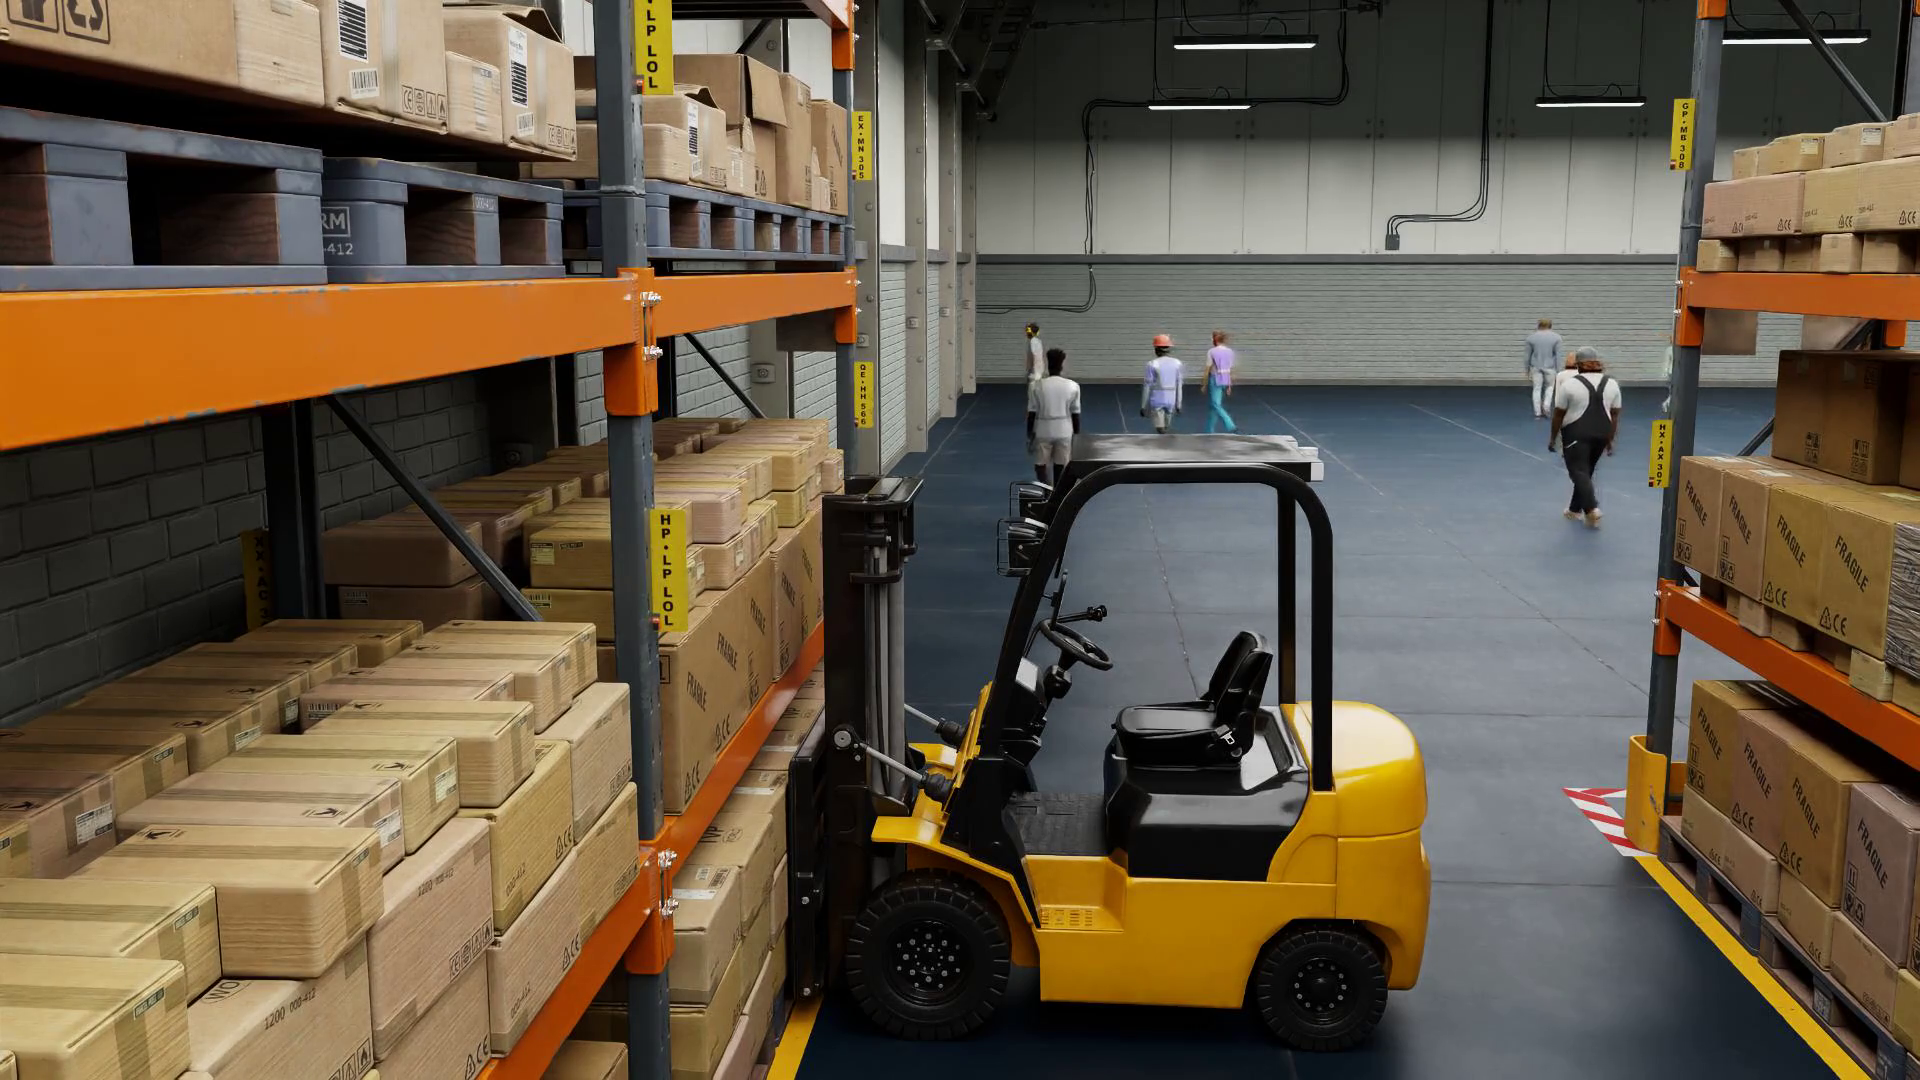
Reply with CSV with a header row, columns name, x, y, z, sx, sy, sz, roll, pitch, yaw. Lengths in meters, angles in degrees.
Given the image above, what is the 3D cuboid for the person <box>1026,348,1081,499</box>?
name,x,y,z,sx,sy,sz,roll,pitch,yaw
person,1.053,-1.189,18.721,0.627,1.945,0.465,-1,9,-6

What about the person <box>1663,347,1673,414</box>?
name,x,y,z,sx,sy,sz,roll,pitch,yaw
person,13.632,-3.165,31.702,0.582,1.613,0.502,-4,10,-25

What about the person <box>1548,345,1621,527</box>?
name,x,y,z,sx,sy,sz,roll,pitch,yaw
person,6.928,-1.181,18.396,0.692,2.000,0.990,-1,9,-6

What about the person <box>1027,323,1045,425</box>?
name,x,y,z,sx,sy,sz,roll,pitch,yaw
person,1.370,-3.000,30.057,0.380,1.834,0.588,2,10,11

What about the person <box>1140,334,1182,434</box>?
name,x,y,z,sx,sy,sz,roll,pitch,yaw
person,2.744,-1.911,23.219,0.570,1.905,0.875,-4,10,-25

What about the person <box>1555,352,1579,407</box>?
name,x,y,z,sx,sy,sz,roll,pitch,yaw
person,8.956,-1.947,24.340,0.502,1.608,0.704,5,11,30

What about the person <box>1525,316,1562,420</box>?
name,x,y,z,sx,sy,sz,roll,pitch,yaw
person,10.874,-3.202,30.992,0.655,1.921,0.668,5,10,26

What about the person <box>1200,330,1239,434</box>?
name,x,y,z,sx,sy,sz,roll,pitch,yaw
person,4.286,-2.554,27.404,0.842,1.818,0.571,9,13,43
